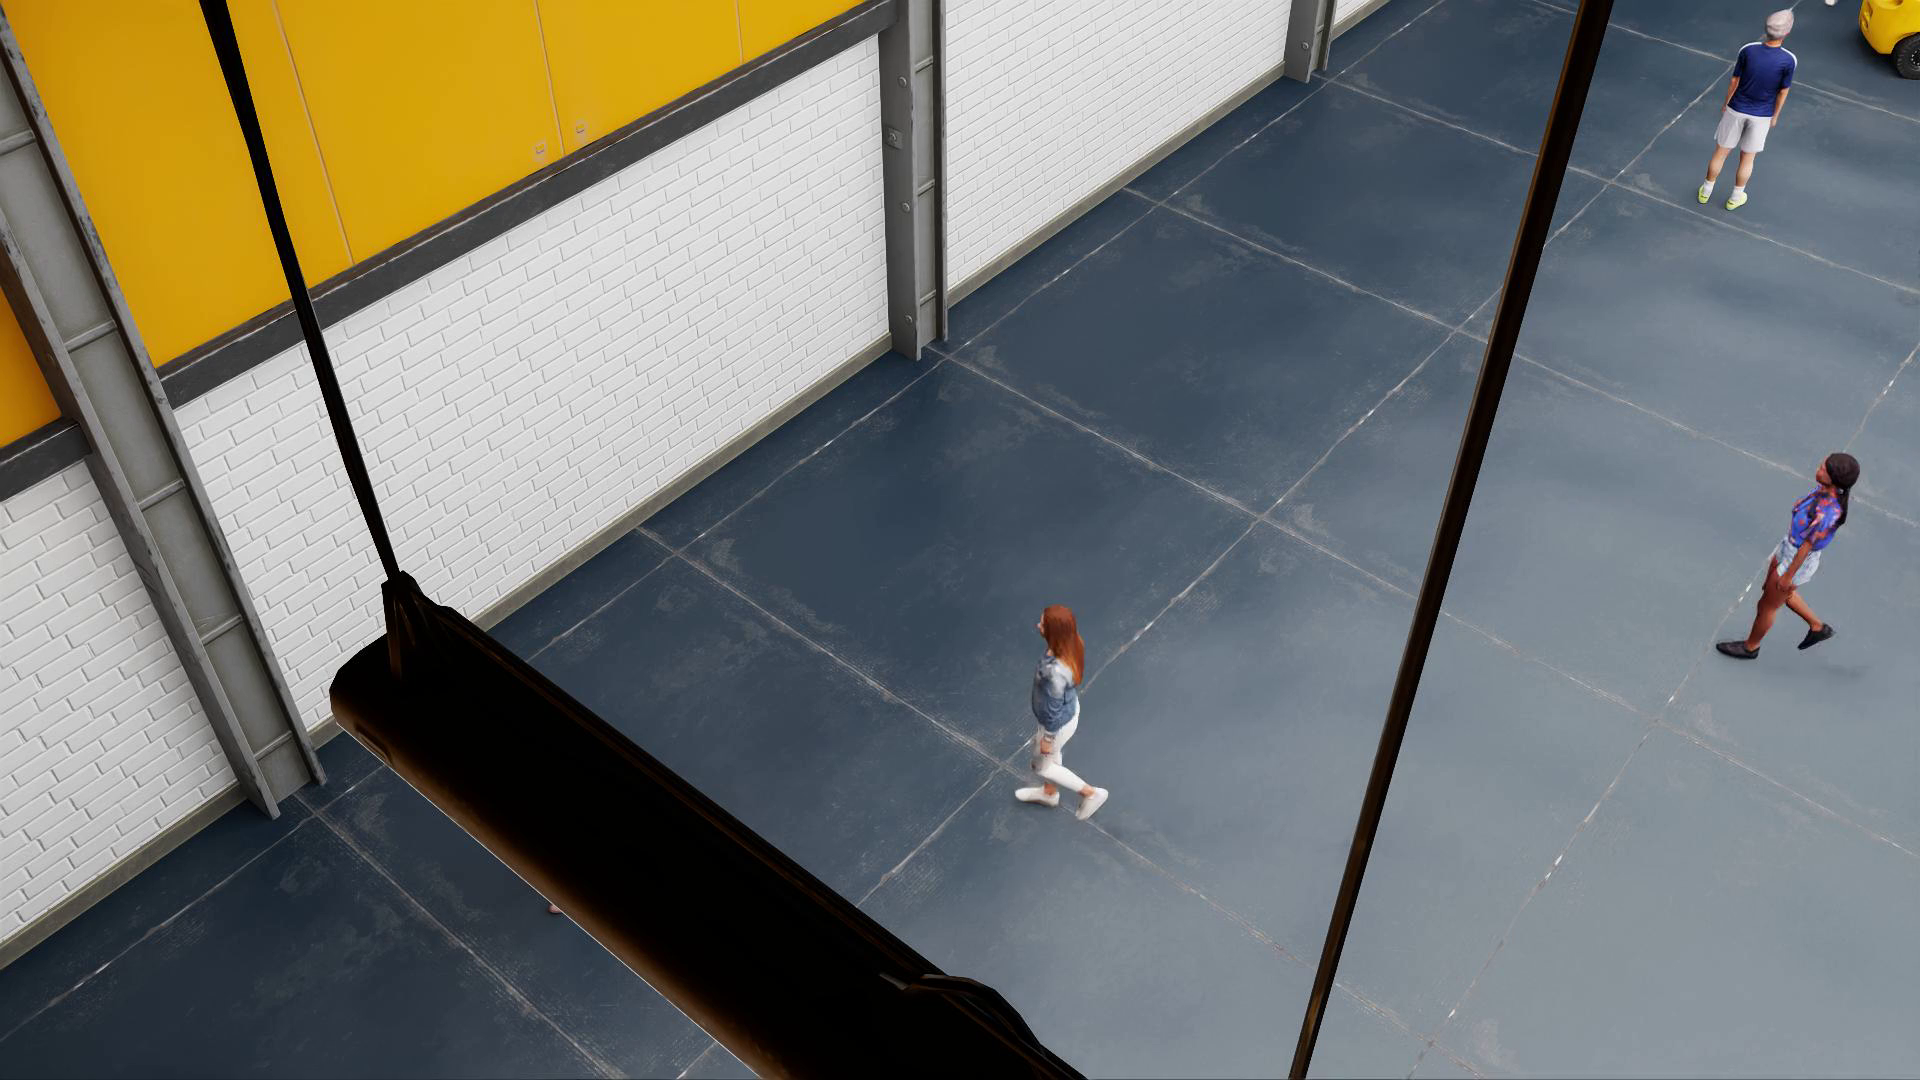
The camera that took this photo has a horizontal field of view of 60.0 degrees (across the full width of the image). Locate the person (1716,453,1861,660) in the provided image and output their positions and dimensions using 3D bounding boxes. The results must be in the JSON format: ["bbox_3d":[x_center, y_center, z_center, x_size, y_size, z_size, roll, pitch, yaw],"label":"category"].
[{"bbox_3d":[5.405,0.158,10.553,0.831,1.732,0.903,14,45,14],"label":"person"}]

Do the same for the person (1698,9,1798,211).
[{"bbox_3d":[6.937,-3.769,14.602,0.667,1.834,0.606,23,48,22],"label":"person"}]

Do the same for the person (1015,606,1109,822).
[{"bbox_3d":[0.641,1.038,9.658,0.907,1.692,0.878,6,44,7],"label":"person"}]
